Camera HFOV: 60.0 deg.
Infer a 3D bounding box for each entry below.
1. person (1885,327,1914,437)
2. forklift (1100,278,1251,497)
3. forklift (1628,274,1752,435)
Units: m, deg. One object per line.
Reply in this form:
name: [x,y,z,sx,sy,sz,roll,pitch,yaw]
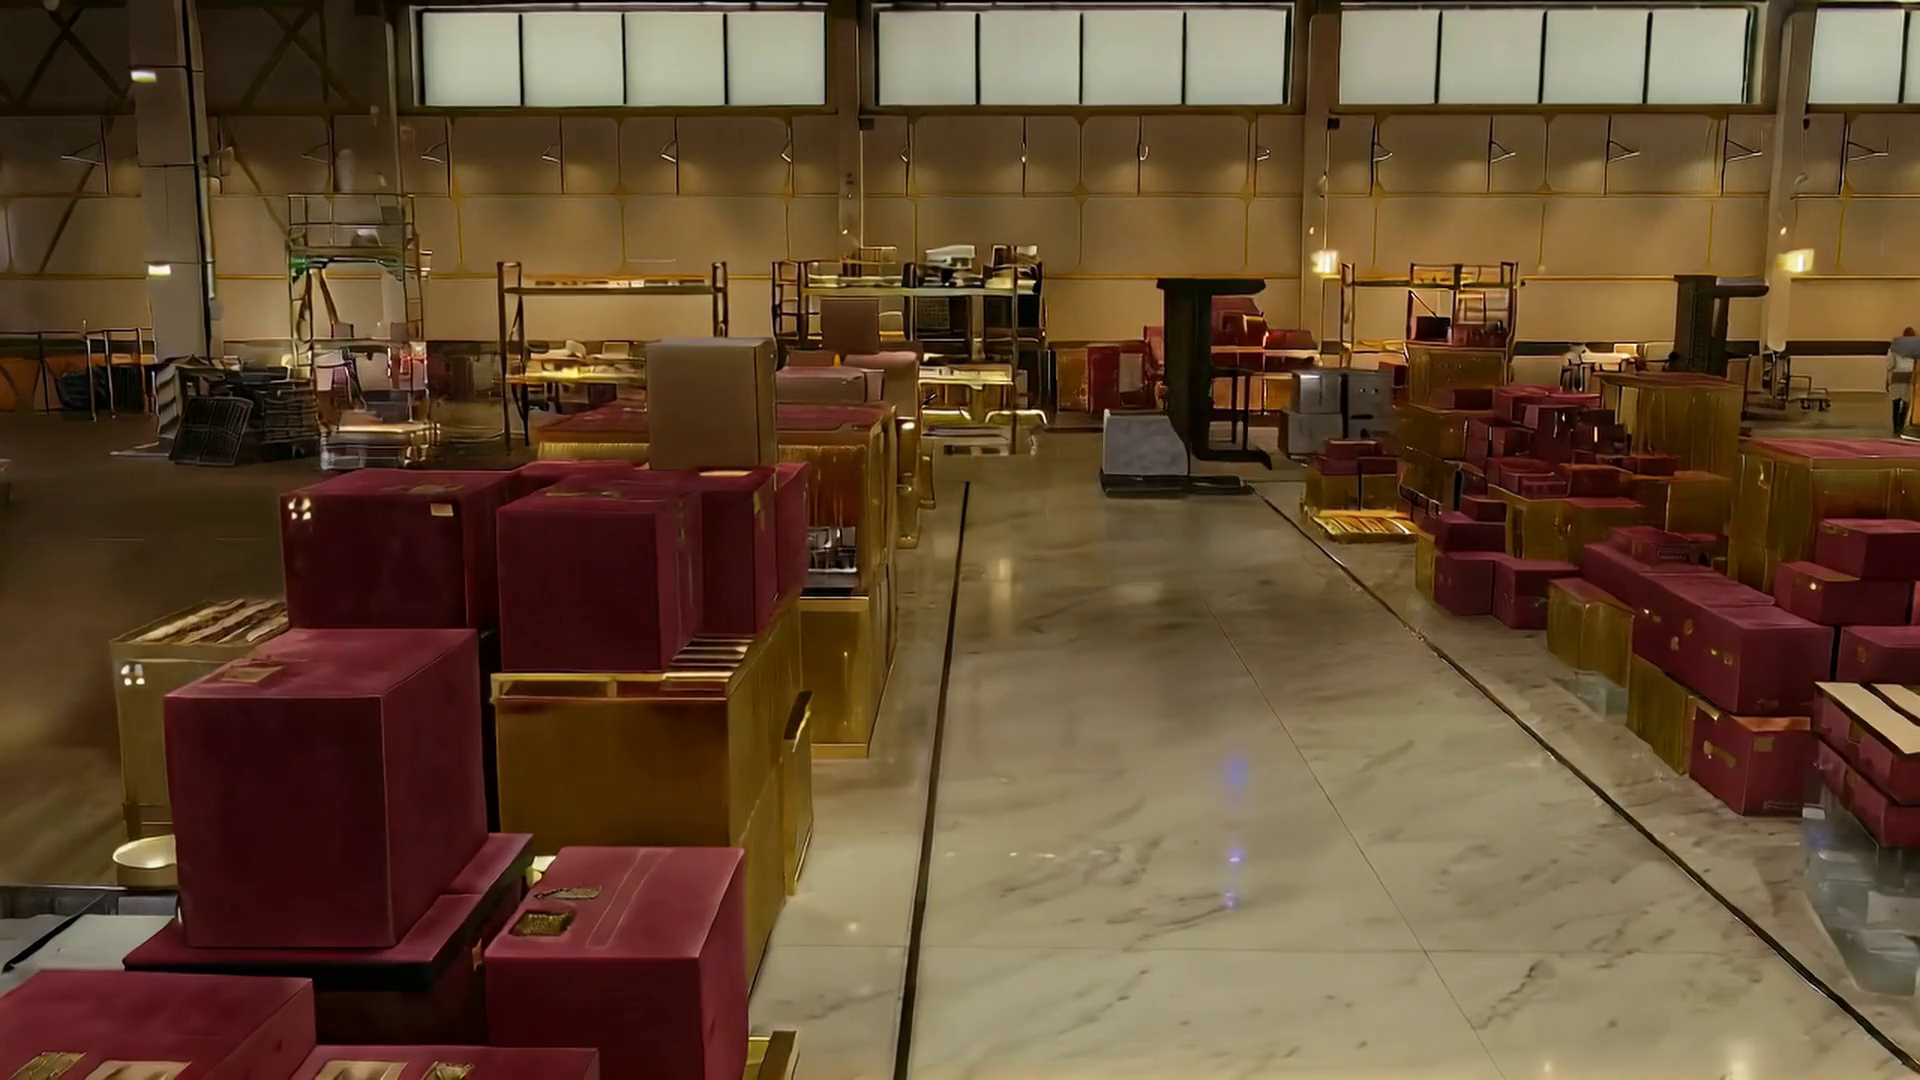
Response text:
person: [16.526,-2.776,29.160,0.549,1.918,0.757,4,10,22]
forklift: [2.810,-2.008,21.660,1.873,2.768,1.129,0,9,1]
forklift: [12.844,-3.275,29.252,1.873,2.768,1.129,0,9,1]
